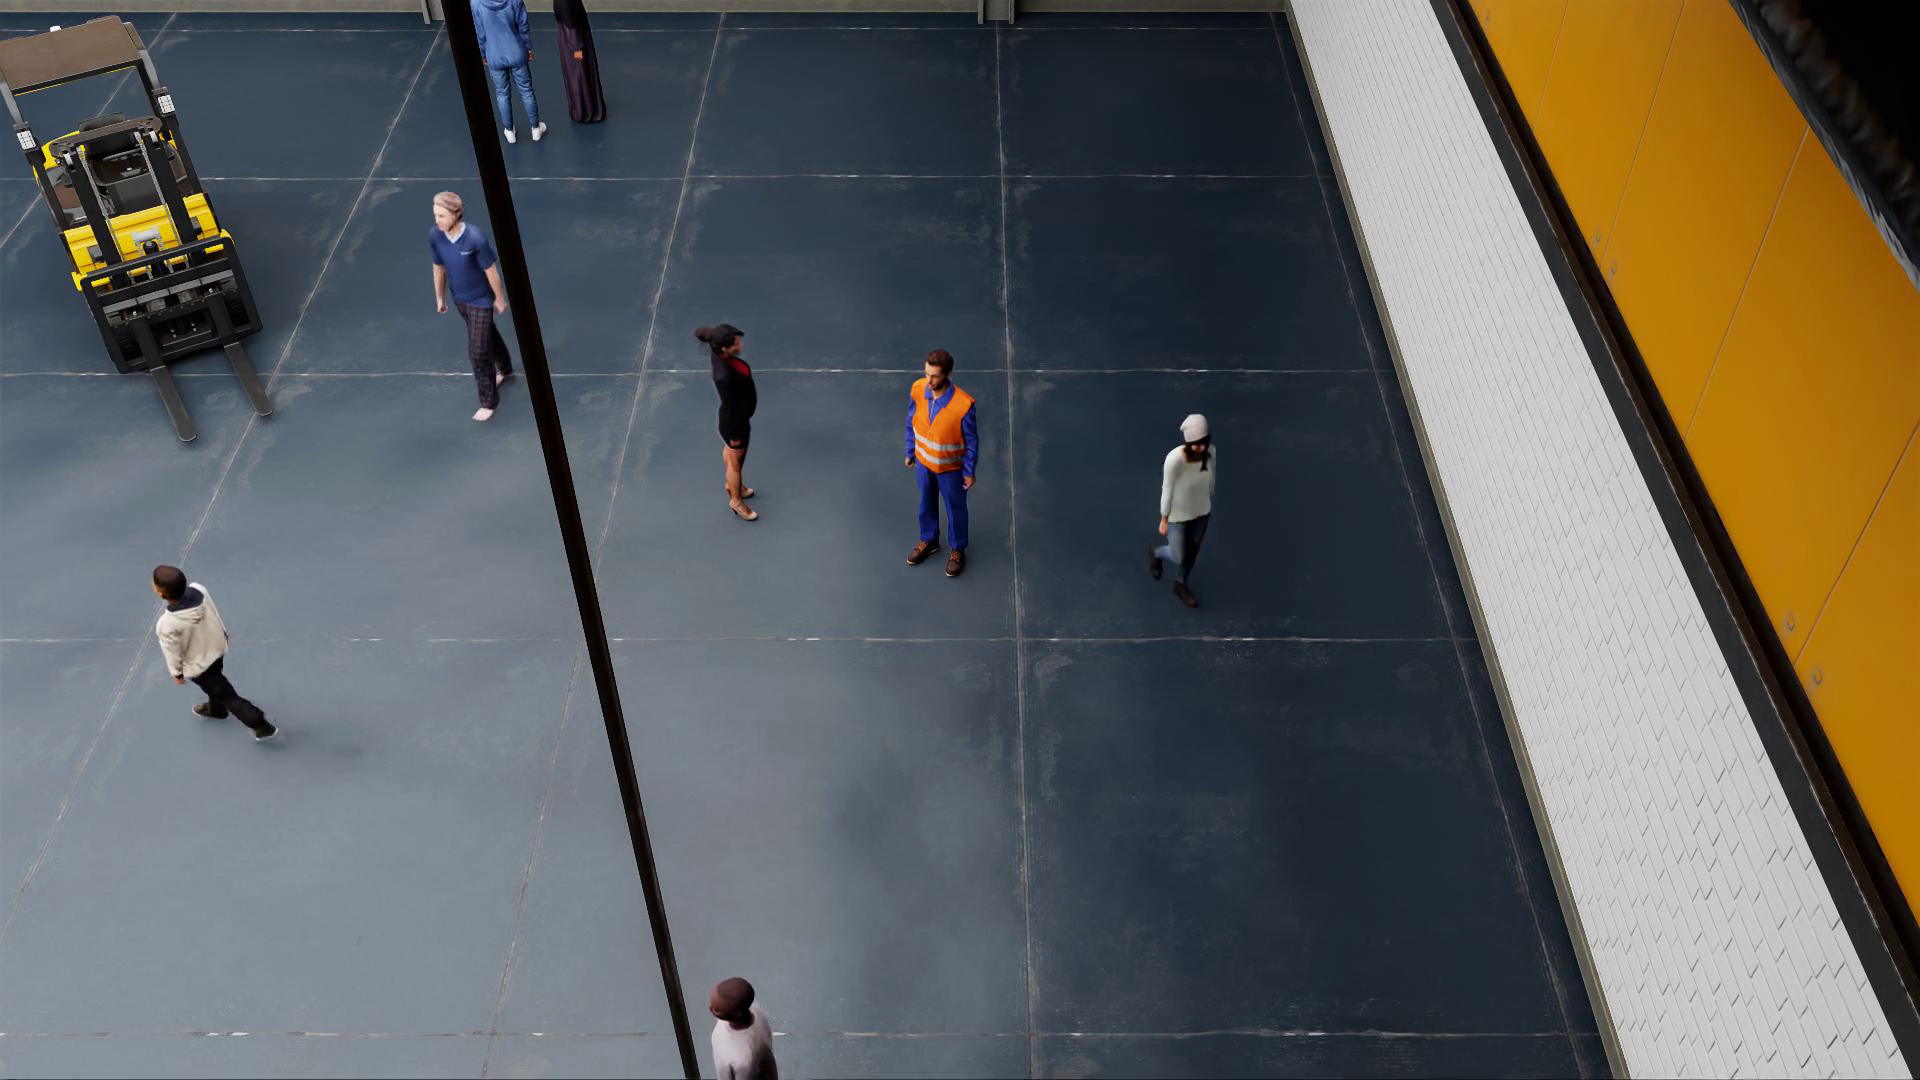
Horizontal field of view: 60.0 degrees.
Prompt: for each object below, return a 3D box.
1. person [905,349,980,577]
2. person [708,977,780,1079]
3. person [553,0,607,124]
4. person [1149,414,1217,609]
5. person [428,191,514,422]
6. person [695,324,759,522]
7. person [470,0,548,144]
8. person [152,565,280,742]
[{"bbox_3d":[-0.130,-0.541,11.369,0.710,1.864,0.846,19,47,19],"label":"person"},{"bbox_3d":[-0.935,2.639,8.104,0.824,1.763,0.736,-12,45,-12],"label":"person"},{"bbox_3d":[-3.730,-4.842,16.066,0.627,1.611,0.628,-6,44,-6],"label":"person"},{"bbox_3d":[1.474,-0.240,11.215,0.777,1.640,0.816,-23,48,-22],"label":"person"},{"bbox_3d":[-3.693,-1.905,12.817,1.003,1.841,0.960,16,46,17],"label":"person"},{"bbox_3d":[-1.608,-0.848,11.853,0.633,1.640,0.612,-7,44,-7],"label":"person"},{"bbox_3d":[-4.288,-4.620,15.690,0.543,1.809,0.765,-7,44,-7],"label":"person"},{"bbox_3d":[-4.655,0.727,10.345,1.009,1.440,0.764,11,45,11],"label":"person"}]
